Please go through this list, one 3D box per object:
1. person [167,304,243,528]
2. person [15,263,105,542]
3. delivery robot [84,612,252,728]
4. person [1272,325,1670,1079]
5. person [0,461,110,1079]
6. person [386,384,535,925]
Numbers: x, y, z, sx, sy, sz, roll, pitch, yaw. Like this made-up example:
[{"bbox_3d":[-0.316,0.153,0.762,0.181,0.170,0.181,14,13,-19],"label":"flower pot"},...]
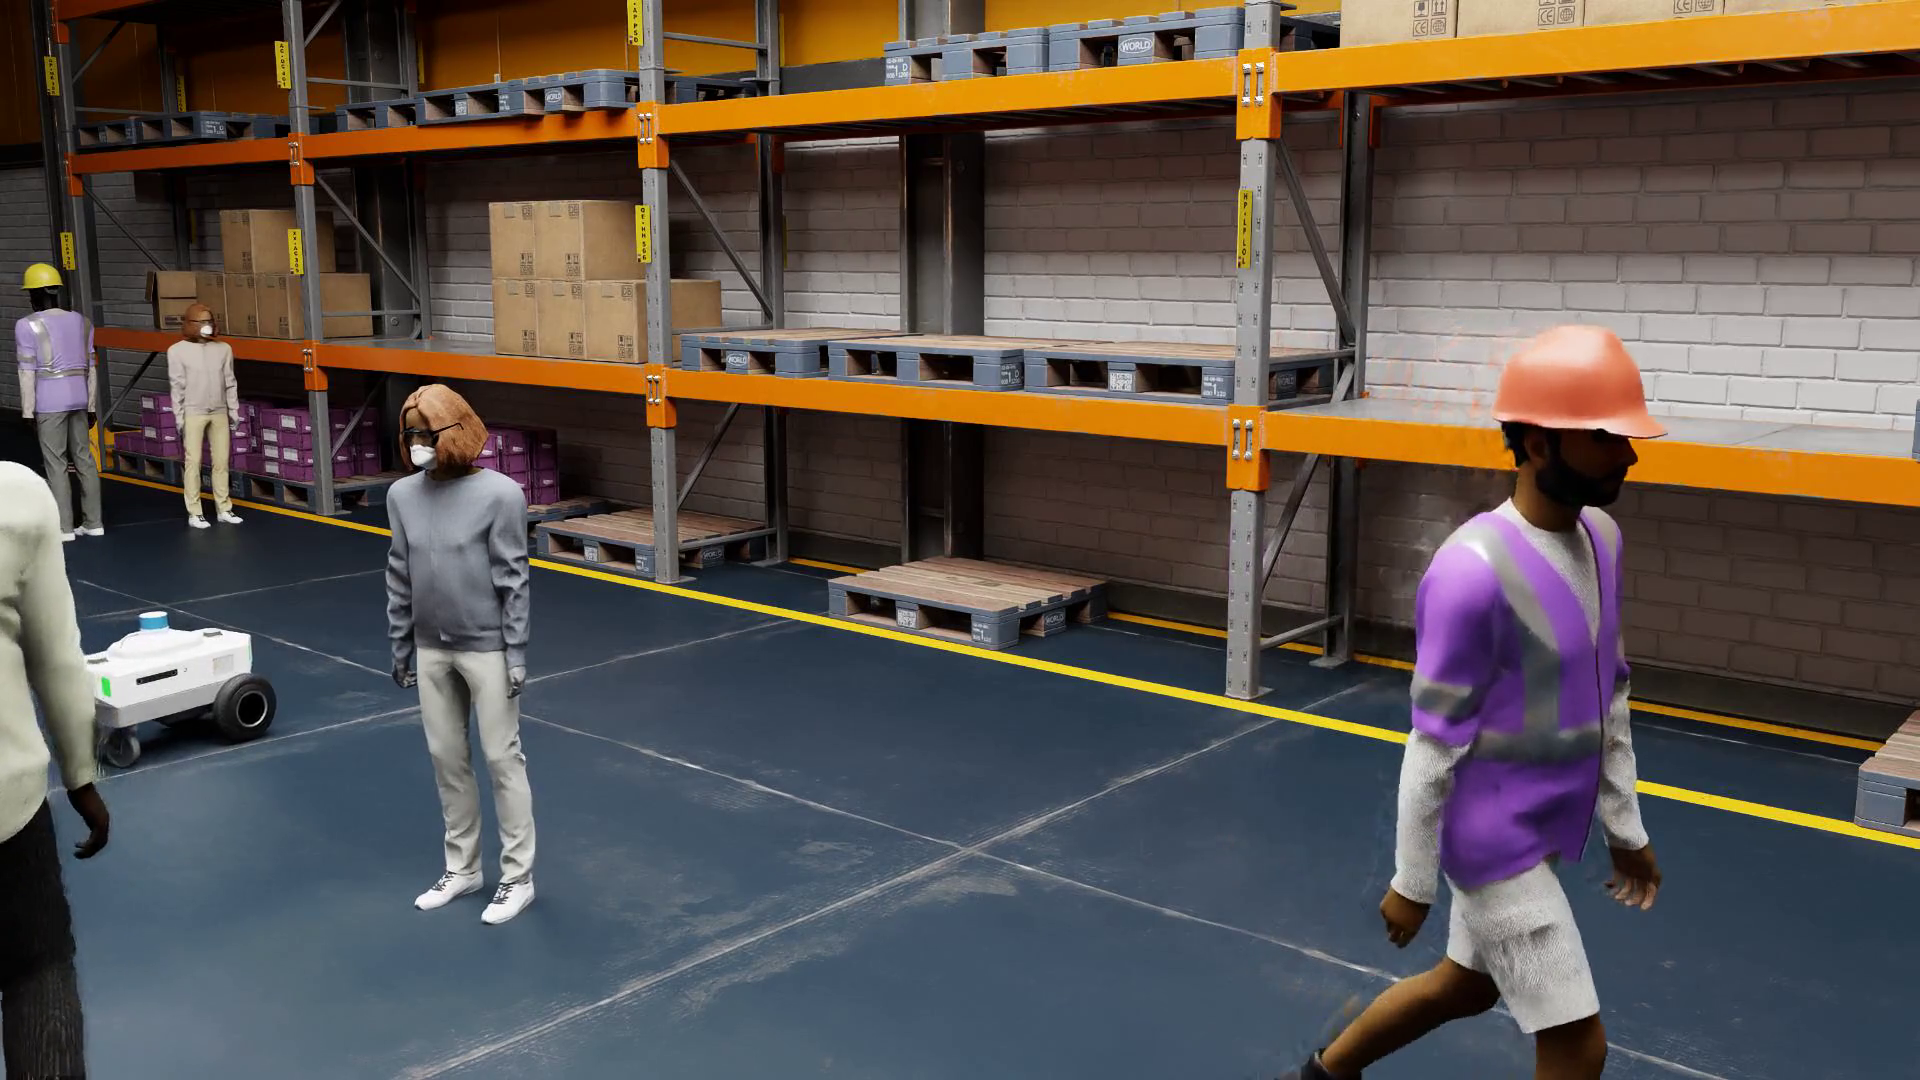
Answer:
[{"bbox_3d":[-5.482,-0.900,12.089,0.280,1.625,0.497,8,13,37],"label":"person"},{"bbox_3d":[-6.241,-0.941,11.499,0.401,1.918,0.588,4,11,20],"label":"person"},{"bbox_3d":[-3.234,0.534,6.704,0.477,0.478,0.707,5,11,28],"label":"delivery robot"},{"bbox_3d":[0.990,0.528,3.204,0.961,1.901,0.545,8,13,39],"label":"person"},{"bbox_3d":[-1.932,0.503,3.084,0.659,1.977,0.712,-7,12,-36],"label":"person"},{"bbox_3d":[-1.519,0.340,5.034,0.504,1.622,0.299,4,11,20],"label":"person"}]
